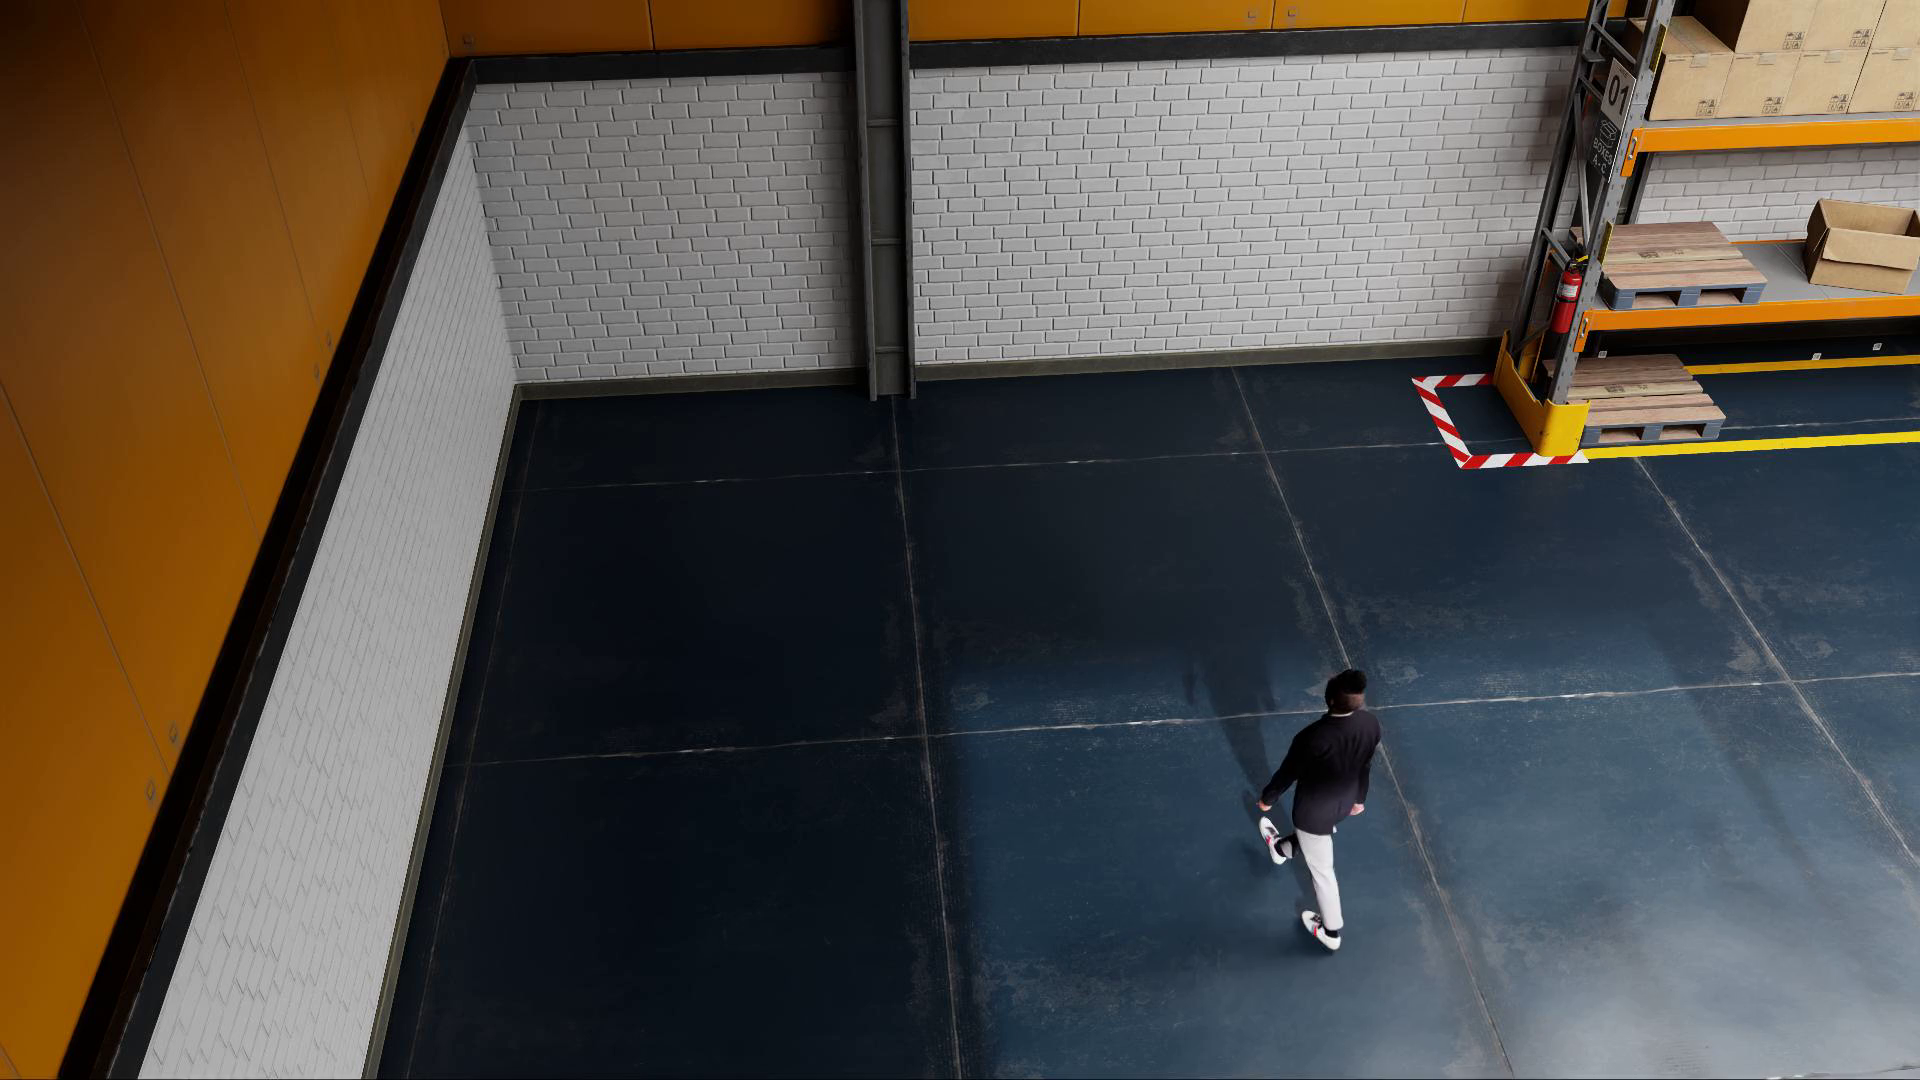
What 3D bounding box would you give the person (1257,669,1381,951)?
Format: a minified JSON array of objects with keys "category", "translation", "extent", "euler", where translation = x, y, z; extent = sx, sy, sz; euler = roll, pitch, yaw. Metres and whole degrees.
[{"category":"person","translation":[2.086,1.531,9.278],"extent":[1.223,1.905,1.086],"euler":[-19,42,-22]}]
